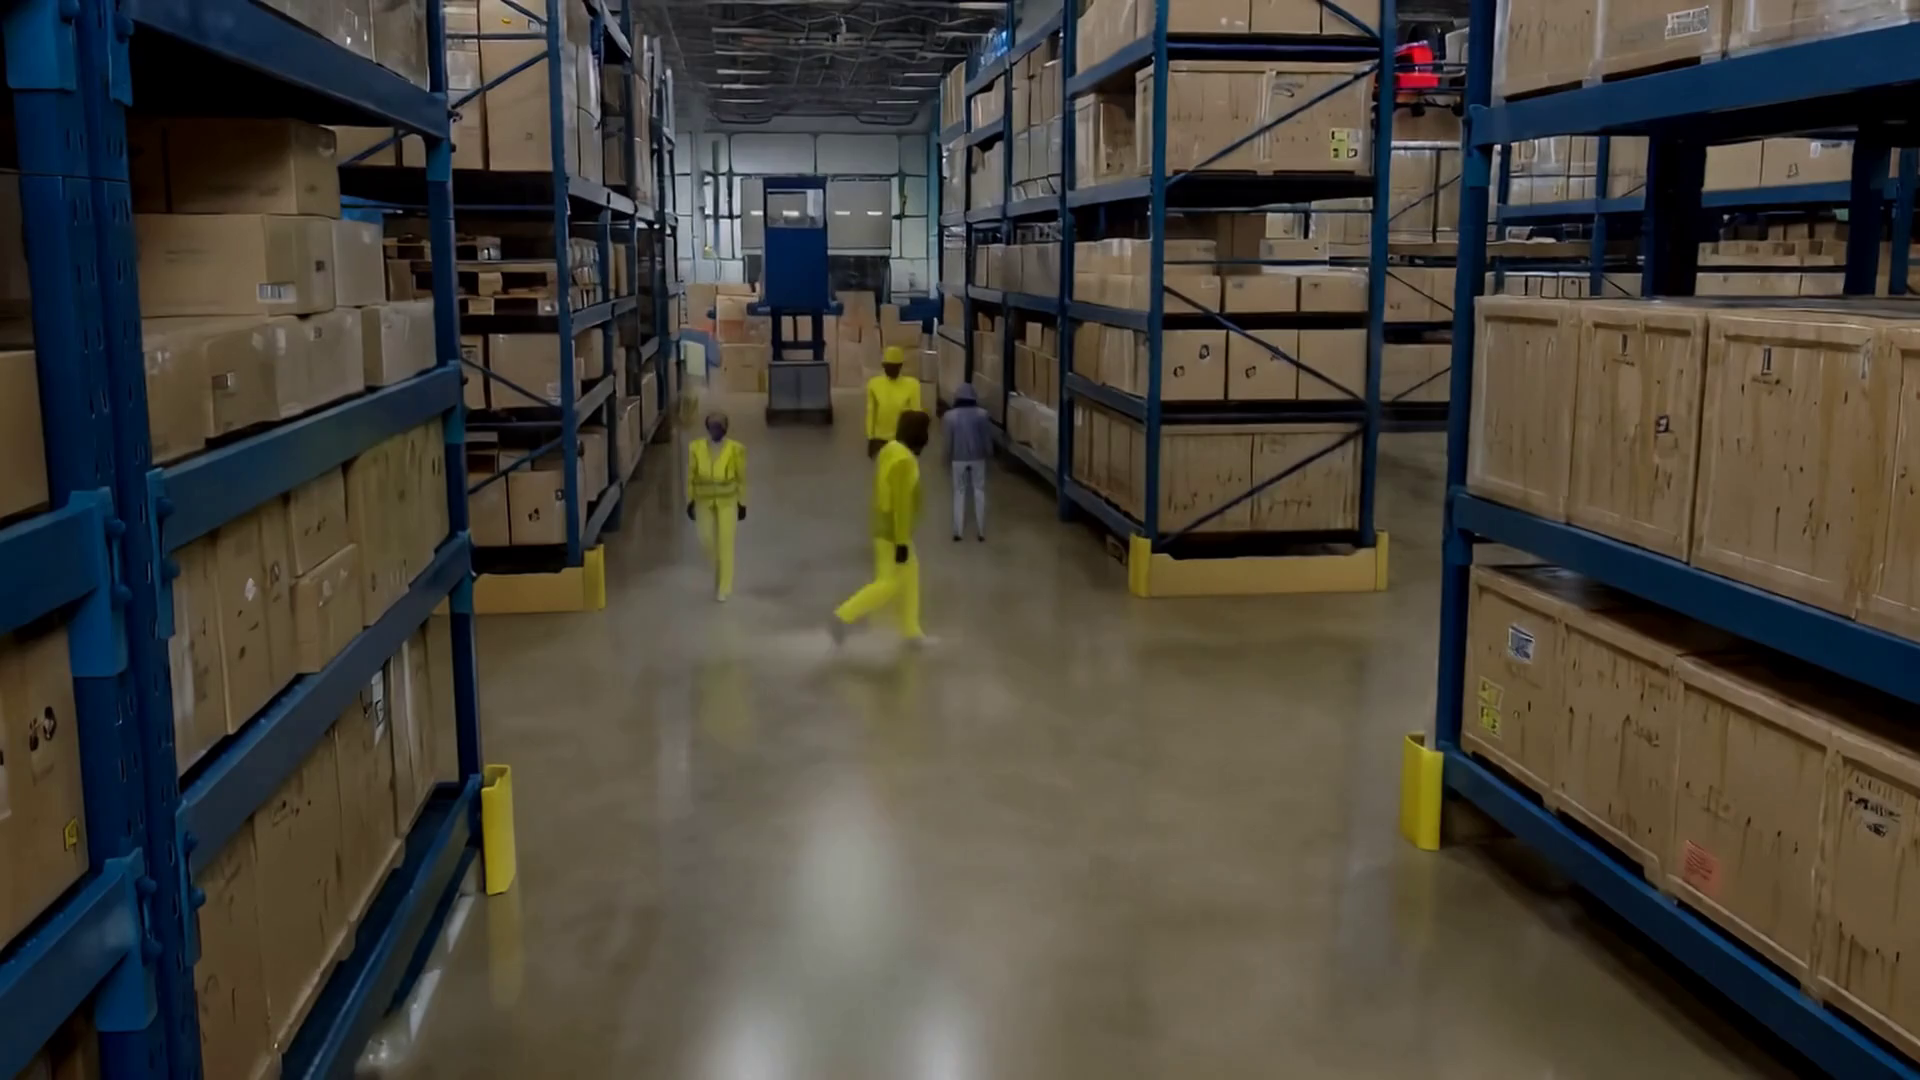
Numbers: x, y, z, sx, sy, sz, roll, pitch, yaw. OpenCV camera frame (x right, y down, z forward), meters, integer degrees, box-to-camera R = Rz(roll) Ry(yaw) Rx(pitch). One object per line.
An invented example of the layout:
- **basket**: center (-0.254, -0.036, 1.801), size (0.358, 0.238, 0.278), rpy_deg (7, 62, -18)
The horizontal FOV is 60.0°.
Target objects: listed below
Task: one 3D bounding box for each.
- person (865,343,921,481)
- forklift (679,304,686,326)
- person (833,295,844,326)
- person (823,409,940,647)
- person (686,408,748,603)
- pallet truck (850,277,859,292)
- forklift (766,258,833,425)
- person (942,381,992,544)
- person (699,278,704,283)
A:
- **person**: center (-0.710, -1.056, 17.364), size (0.619, 1.975, 0.596), rpy_deg (1, 10, 8)
- **forklift**: center (-10.933, -8.849, 60.085), size (1.873, 2.768, 1.129), rpy_deg (0, 10, 0)
- **person**: center (-2.880, -5.005, 40.550), size (0.772, 1.893, 0.635), rpy_deg (-4, 11, -22)
- **person**: center (-0.573, -0.056, 12.088), size (0.792, 1.800, 0.638), rpy_deg (-2, 10, -9)
- **person**: center (-2.034, -0.311, 14.034), size (0.526, 1.621, 0.562), rpy_deg (1, 10, 6)
- **pallet truck**: center (-3.782, -9.391, 65.808), size (1.885, 1.965, 0.823), rpy_deg (2, 10, 10)
- **forklift**: center (-2.789, -3.434, 28.559), size (1.129, 2.768, 1.873), rpy_deg (-1, 10, -7)
- **person**: center (0.070, -0.775, 16.703), size (0.501, 1.631, 0.285), rpy_deg (-1, 10, -4)
- **person**: center (-10.676, -9.883, 68.888), size (0.549, 1.932, 0.384), rpy_deg (-1, 10, -7)
